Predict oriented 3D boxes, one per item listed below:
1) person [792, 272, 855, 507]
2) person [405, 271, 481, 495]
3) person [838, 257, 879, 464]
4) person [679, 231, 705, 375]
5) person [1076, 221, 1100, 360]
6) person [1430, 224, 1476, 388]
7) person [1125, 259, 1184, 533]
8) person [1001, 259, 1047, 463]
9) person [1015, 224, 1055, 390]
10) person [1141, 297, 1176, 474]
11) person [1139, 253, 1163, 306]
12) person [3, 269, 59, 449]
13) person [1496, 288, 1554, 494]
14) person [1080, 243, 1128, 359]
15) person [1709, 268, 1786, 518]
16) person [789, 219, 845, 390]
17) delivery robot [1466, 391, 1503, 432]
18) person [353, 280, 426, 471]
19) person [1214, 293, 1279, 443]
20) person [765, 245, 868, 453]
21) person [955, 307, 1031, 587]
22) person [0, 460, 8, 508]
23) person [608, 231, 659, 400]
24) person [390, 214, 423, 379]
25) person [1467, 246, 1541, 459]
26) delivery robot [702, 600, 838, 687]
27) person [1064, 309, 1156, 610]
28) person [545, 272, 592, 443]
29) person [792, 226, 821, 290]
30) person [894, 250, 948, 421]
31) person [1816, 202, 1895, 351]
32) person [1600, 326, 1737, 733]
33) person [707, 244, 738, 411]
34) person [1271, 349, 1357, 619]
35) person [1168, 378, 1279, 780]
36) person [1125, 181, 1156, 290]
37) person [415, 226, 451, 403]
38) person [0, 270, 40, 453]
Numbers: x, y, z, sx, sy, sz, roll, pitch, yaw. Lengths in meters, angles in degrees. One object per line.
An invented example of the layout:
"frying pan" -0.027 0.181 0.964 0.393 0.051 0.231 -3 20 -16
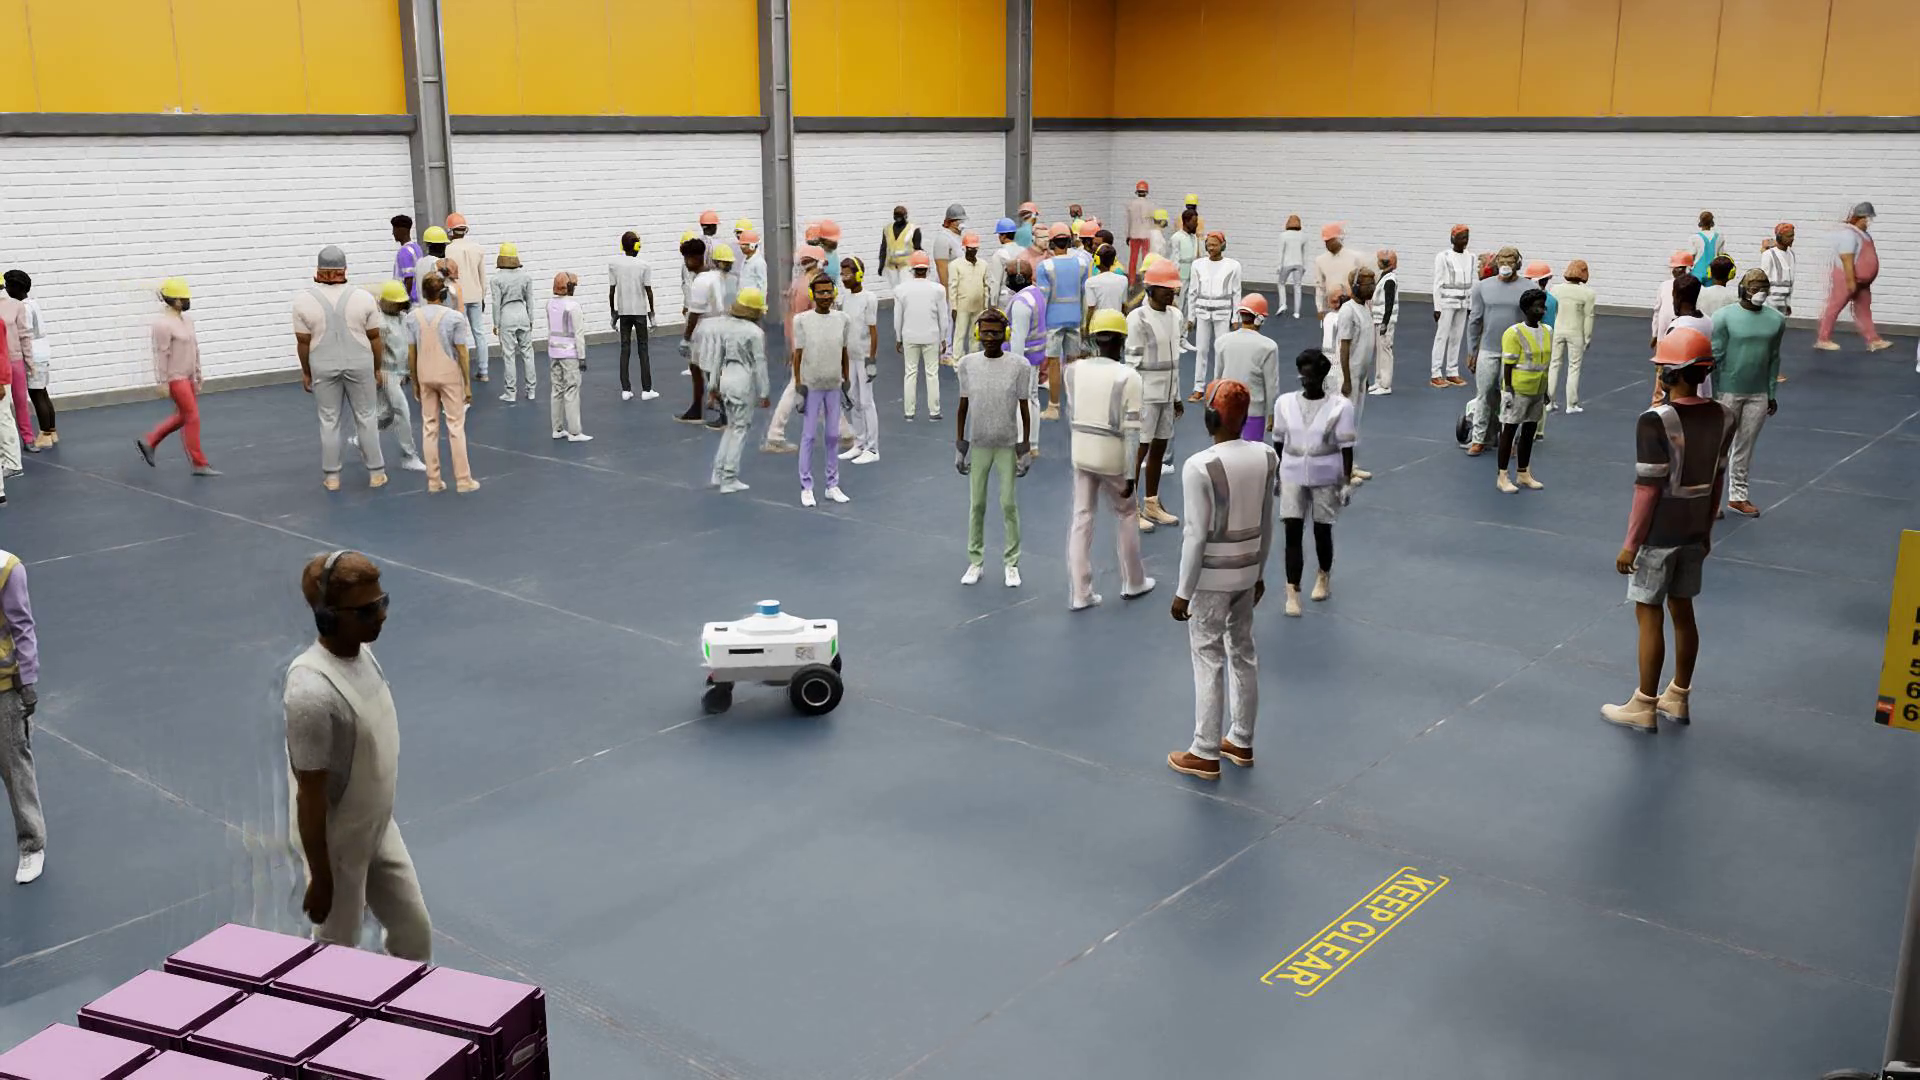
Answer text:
"person" -1.089 -1.211 13.359 0.519 1.873 0.335 -7 16 -26
"person" -4.276 -1.283 13.698 0.506 1.846 0.350 1 14 6
"person" -0.929 -1.619 15.030 0.346 1.857 0.524 -11 18 -37
"person" -3.277 -2.900 20.365 0.295 1.743 0.493 4 15 15
"person" 1.466 -2.668 19.043 0.360 1.939 0.543 1 14 2
"person" 5.748 -2.721 19.365 0.584 1.882 0.339 -7 16 -27
"person" 1.485 -1.082 12.493 0.393 2.041 0.613 14 19 43
"person" 0.556 -1.611 15.043 0.429 1.837 0.624 4 15 15
"person" 0.911 -2.635 18.976 0.651 1.907 0.409 -12 19 -40
"person" 1.743 -1.392 14.560 0.265 1.631 0.507 -3 14 -10
"person" 1.943 -1.996 16.727 0.329 1.760 0.527 -2 14 -9
"person" -8.765 -1.706 15.709 0.319 1.687 0.539 -5 15 -19
"person" 4.706 -1.239 13.823 0.540 1.696 0.316 -8 16 -29
"person" 1.434 -2.019 16.589 0.508 1.872 0.329 -8 16 -29
"person" 6.065 -1.133 12.911 0.631 1.940 0.372 -3 14 -10
"person" -1.590 -2.696 19.101 0.911 1.985 0.640 8 16 29
"delivery robot" 5.157 -1.278 16.103 0.477 0.478 0.707 9 16 31
"person" -5.117 -1.465 14.713 0.778 1.693 0.536 3 14 10
"person" 2.240 -1.048 12.976 0.569 1.740 0.354 12 18 39
"person" -1.371 -1.779 15.552 1.063 1.915 0.649 -4 14 -14
"person" 0.216 -0.607 10.974 0.510 1.861 0.326 3 14 10
"person" -7.870 -1.142 13.160 0.601 1.830 0.404 12 18 39
"person" -3.634 -2.491 18.489 0.523 1.863 0.334 2 14 8
"person" -6.614 -2.920 19.992 0.361 1.963 0.616 -1 14 -5
"person" 4.960 -1.715 15.231 0.636 1.938 0.358 6 15 22
"delivery robot" -0.998 0.560 8.759 0.707 0.478 0.477 -1 14 -5
"person" 0.965 -0.522 10.588 0.581 1.883 0.838 9 17 33
"person" -3.793 -1.760 16.042 0.519 1.632 0.317 11 18 39
"person" -1.860 -3.129 21.257 0.564 1.751 0.342 -1 14 -4
"person" -0.397 -2.093 17.110 0.565 1.755 0.319 1 14 5
"person" 12.083 -3.533 22.291 0.697 2.000 1.000 -12 18 -40
"person" 3.544 -0.046 8.353 0.615 2.042 0.372 -7 16 -27
"person" -2.521 -2.272 17.811 0.325 1.767 0.533 8 16 29
"person" 2.203 -0.371 10.469 0.559 1.653 0.696 6 15 22
"person" 1.220 0.183 7.761 0.584 1.882 0.344 -11 18 -37
"person" 3.331 -5.587 30.654 0.628 2.005 0.517 7 16 27
"person" -5.720 -2.470 18.276 0.591 1.927 0.366 12 19 40
"person" -8.830 -1.649 15.338 0.525 1.760 0.341 -12 18 -39
